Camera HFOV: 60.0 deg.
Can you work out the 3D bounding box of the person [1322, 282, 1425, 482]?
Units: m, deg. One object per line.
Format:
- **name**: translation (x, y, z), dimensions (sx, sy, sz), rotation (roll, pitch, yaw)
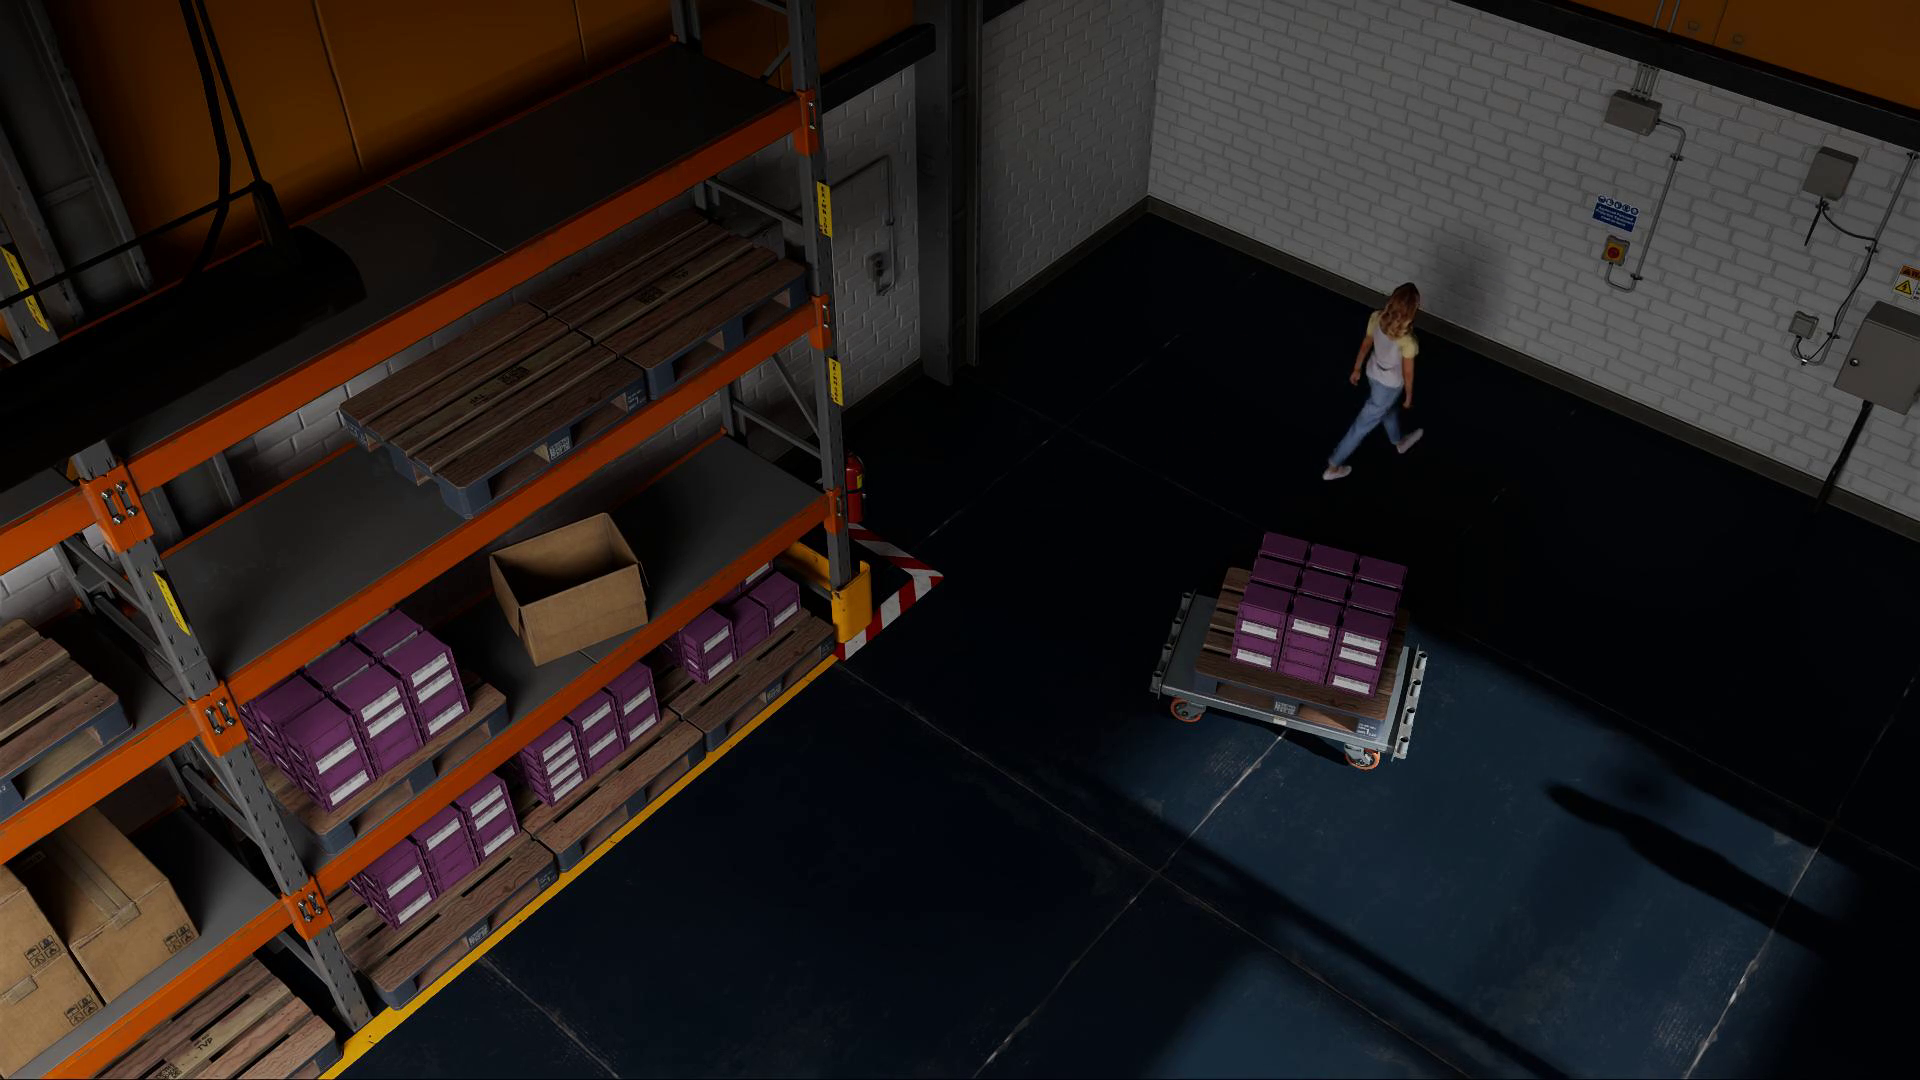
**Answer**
- **person**: translation (3.019, -1.084, 12.126), dimensions (1.251, 1.659, 0.938), rotation (-20, 47, -20)
